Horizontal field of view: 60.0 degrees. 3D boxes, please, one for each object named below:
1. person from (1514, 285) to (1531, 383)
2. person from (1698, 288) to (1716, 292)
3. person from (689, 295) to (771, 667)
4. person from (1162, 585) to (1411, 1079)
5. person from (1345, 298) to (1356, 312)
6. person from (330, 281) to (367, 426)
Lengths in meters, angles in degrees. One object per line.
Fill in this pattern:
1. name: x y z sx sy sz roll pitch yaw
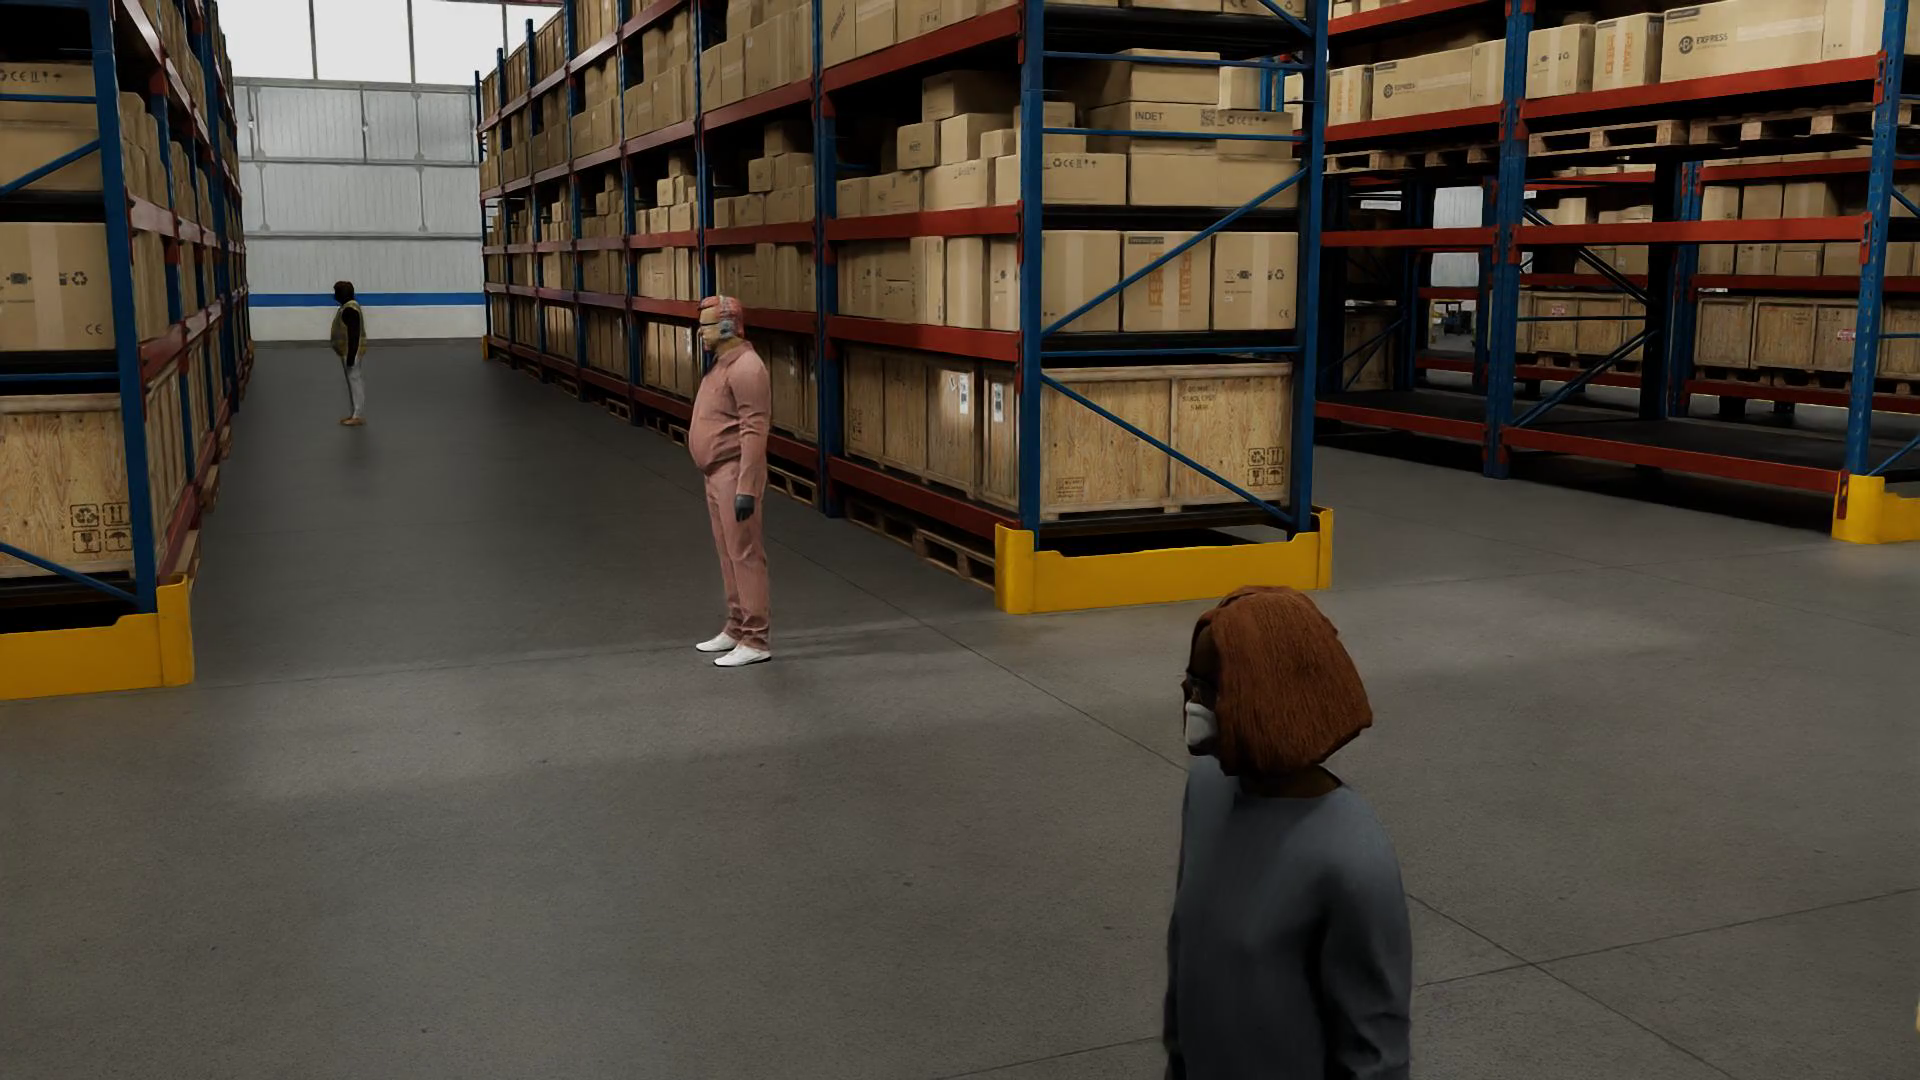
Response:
1. person: 9.796 -3.617 28.667 0.403 1.828 0.598 -4 10 -21
2. person: 20.412 -6.376 45.529 0.581 1.721 0.641 7 12 38
3. person: -1.197 -0.303 8.599 0.401 1.904 0.649 -4 10 -21
4. person: 0.438 0.867 2.394 0.269 1.632 0.505 -4 10 -21
5. person: 6.483 -3.503 28.177 0.328 1.767 0.531 -4 10 -21
6. person: -7.781 -2.372 21.179 0.428 1.842 0.631 -4 10 -21
